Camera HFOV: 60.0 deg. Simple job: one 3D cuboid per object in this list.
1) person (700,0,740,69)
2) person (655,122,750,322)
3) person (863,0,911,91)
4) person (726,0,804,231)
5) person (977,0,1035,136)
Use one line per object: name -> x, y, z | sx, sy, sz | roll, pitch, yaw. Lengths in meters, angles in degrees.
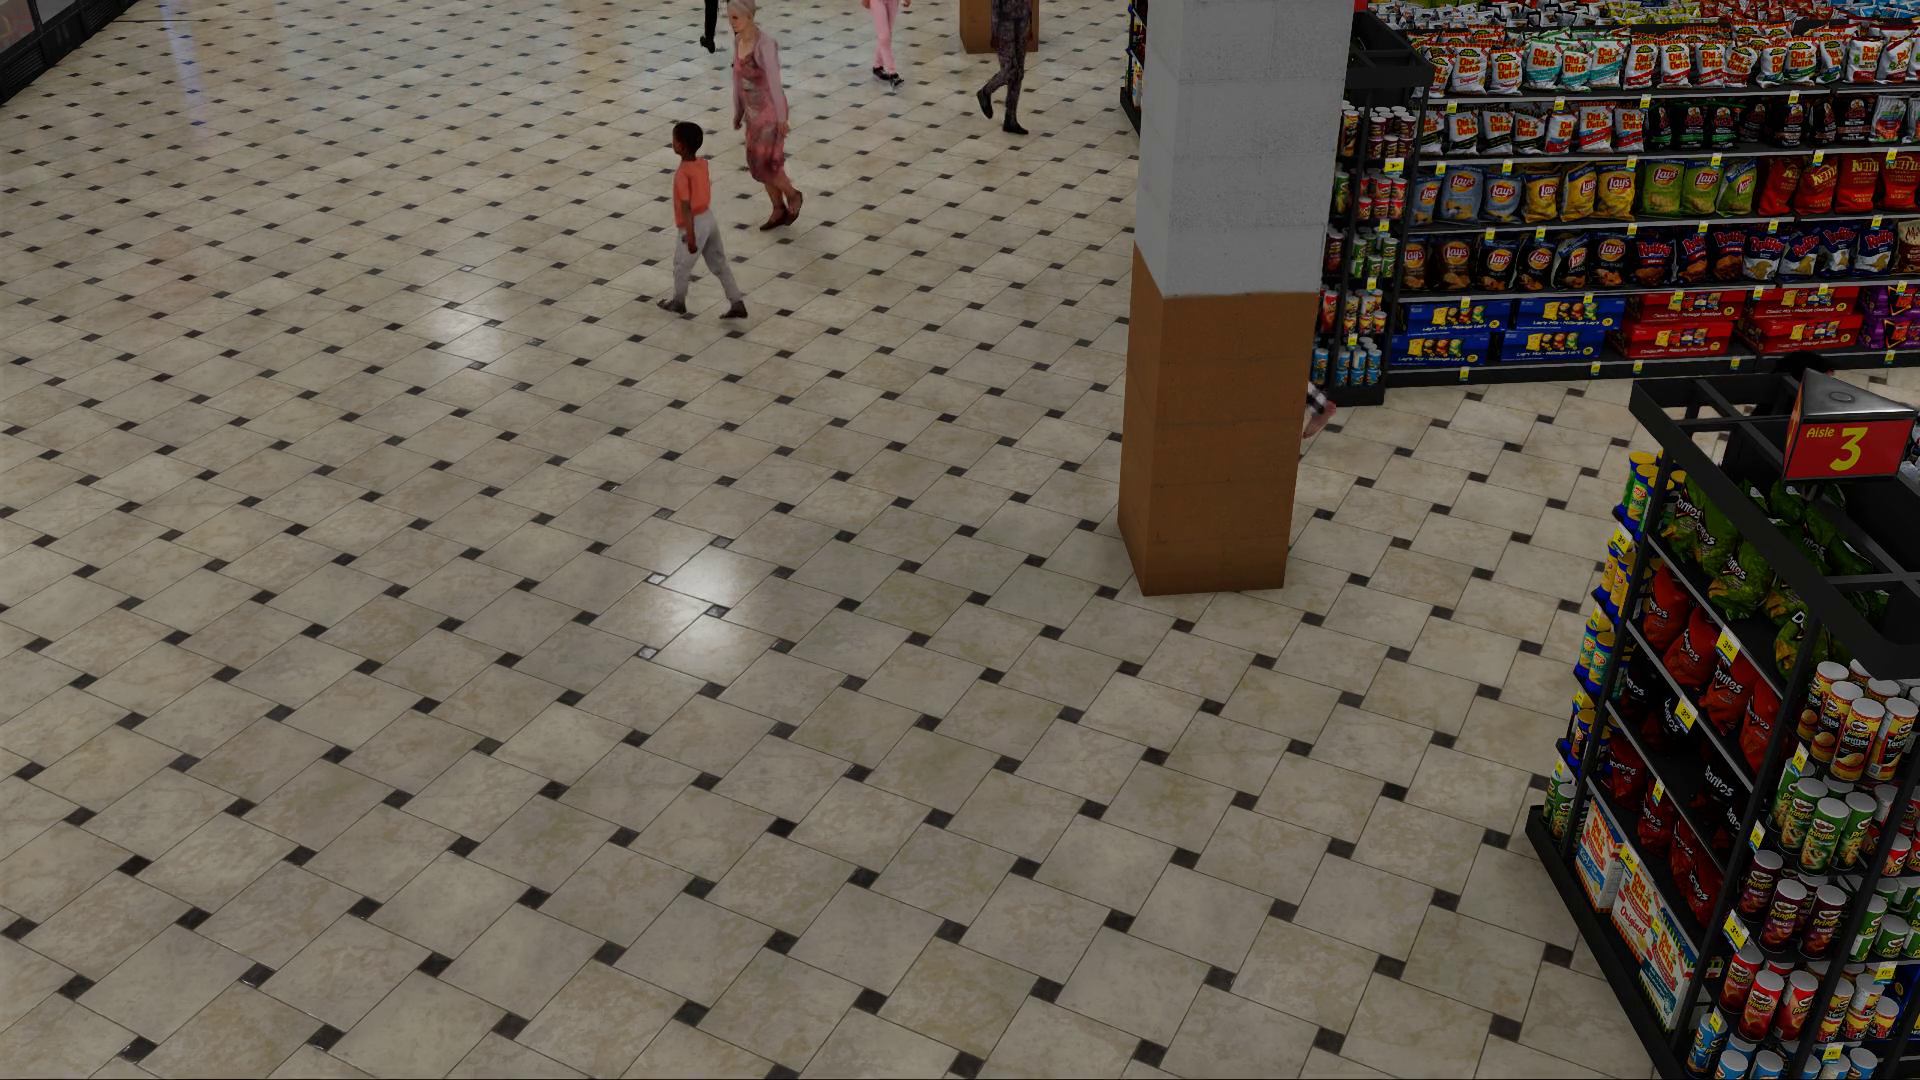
person -> -2.107, -5.102, 15.074 | 1.179, 1.692, 1.036 | -17, 36, -25
person -> -1.582, -1.947, 10.389 | 0.960, 1.284, 0.802 | 16, 35, 24
person -> -0.712, -4.805, 14.750 | 0.974, 1.531, 0.867 | -17, 36, -25
person -> -1.319, -3.024, 11.750 | 0.789, 1.676, 0.843 | 27, 41, 36
person -> 0.355, -4.180, 13.581 | 0.885, 1.705, 0.836 | 27, 41, 36
